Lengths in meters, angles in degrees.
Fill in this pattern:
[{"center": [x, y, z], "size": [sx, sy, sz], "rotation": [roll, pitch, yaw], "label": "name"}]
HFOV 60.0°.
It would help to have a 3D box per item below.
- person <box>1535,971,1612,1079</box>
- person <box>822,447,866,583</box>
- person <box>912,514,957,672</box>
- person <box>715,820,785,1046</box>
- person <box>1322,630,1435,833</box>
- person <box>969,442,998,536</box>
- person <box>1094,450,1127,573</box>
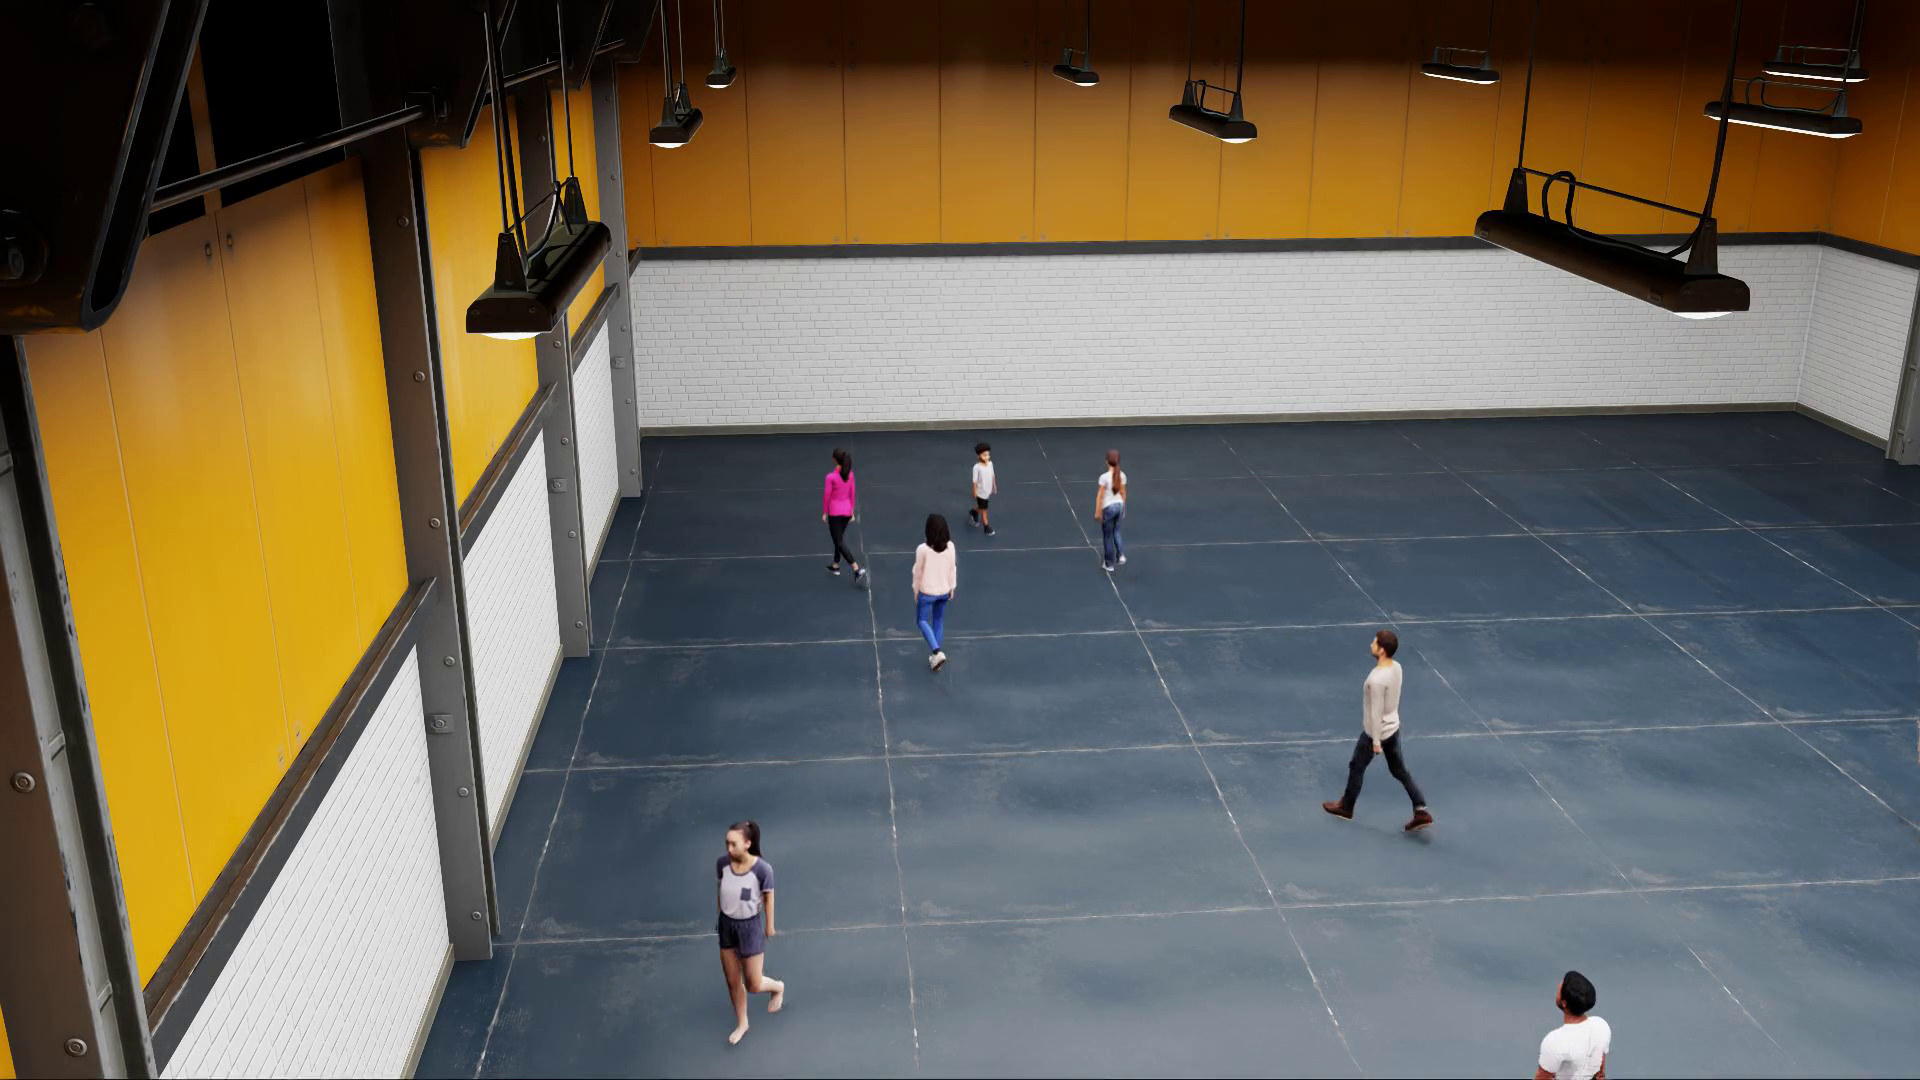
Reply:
[{"center": [3.530, 3.339, 9.561], "size": [0.995, 1.681, 1.216], "rotation": [-11, 22, -30], "label": "person"}, {"center": [-1.415, -0.278, 20.317], "size": [0.989, 1.671, 1.141], "rotation": [-16, 24, -39], "label": "person"}, {"center": [-0.252, 0.599, 17.585], "size": [0.784, 1.752, 0.918], "rotation": [-7, 20, -20], "label": "person"}, {"center": [-1.470, 2.689, 11.562], "size": [0.795, 1.635, 0.880], "rotation": [9, 21, 26], "label": "person"}, {"center": [3.704, 1.673, 14.270], "size": [1.243, 1.833, 1.189], "rotation": [15, 24, 37], "label": "person"}, {"center": [0.288, -0.715, 22.285], "size": [0.771, 1.243, 0.907], "rotation": [-17, 25, -40], "label": "person"}, {"center": [1.926, -0.354, 20.726], "size": [0.638, 1.555, 0.704], "rotation": [-9, 21, -26], "label": "person"}]
